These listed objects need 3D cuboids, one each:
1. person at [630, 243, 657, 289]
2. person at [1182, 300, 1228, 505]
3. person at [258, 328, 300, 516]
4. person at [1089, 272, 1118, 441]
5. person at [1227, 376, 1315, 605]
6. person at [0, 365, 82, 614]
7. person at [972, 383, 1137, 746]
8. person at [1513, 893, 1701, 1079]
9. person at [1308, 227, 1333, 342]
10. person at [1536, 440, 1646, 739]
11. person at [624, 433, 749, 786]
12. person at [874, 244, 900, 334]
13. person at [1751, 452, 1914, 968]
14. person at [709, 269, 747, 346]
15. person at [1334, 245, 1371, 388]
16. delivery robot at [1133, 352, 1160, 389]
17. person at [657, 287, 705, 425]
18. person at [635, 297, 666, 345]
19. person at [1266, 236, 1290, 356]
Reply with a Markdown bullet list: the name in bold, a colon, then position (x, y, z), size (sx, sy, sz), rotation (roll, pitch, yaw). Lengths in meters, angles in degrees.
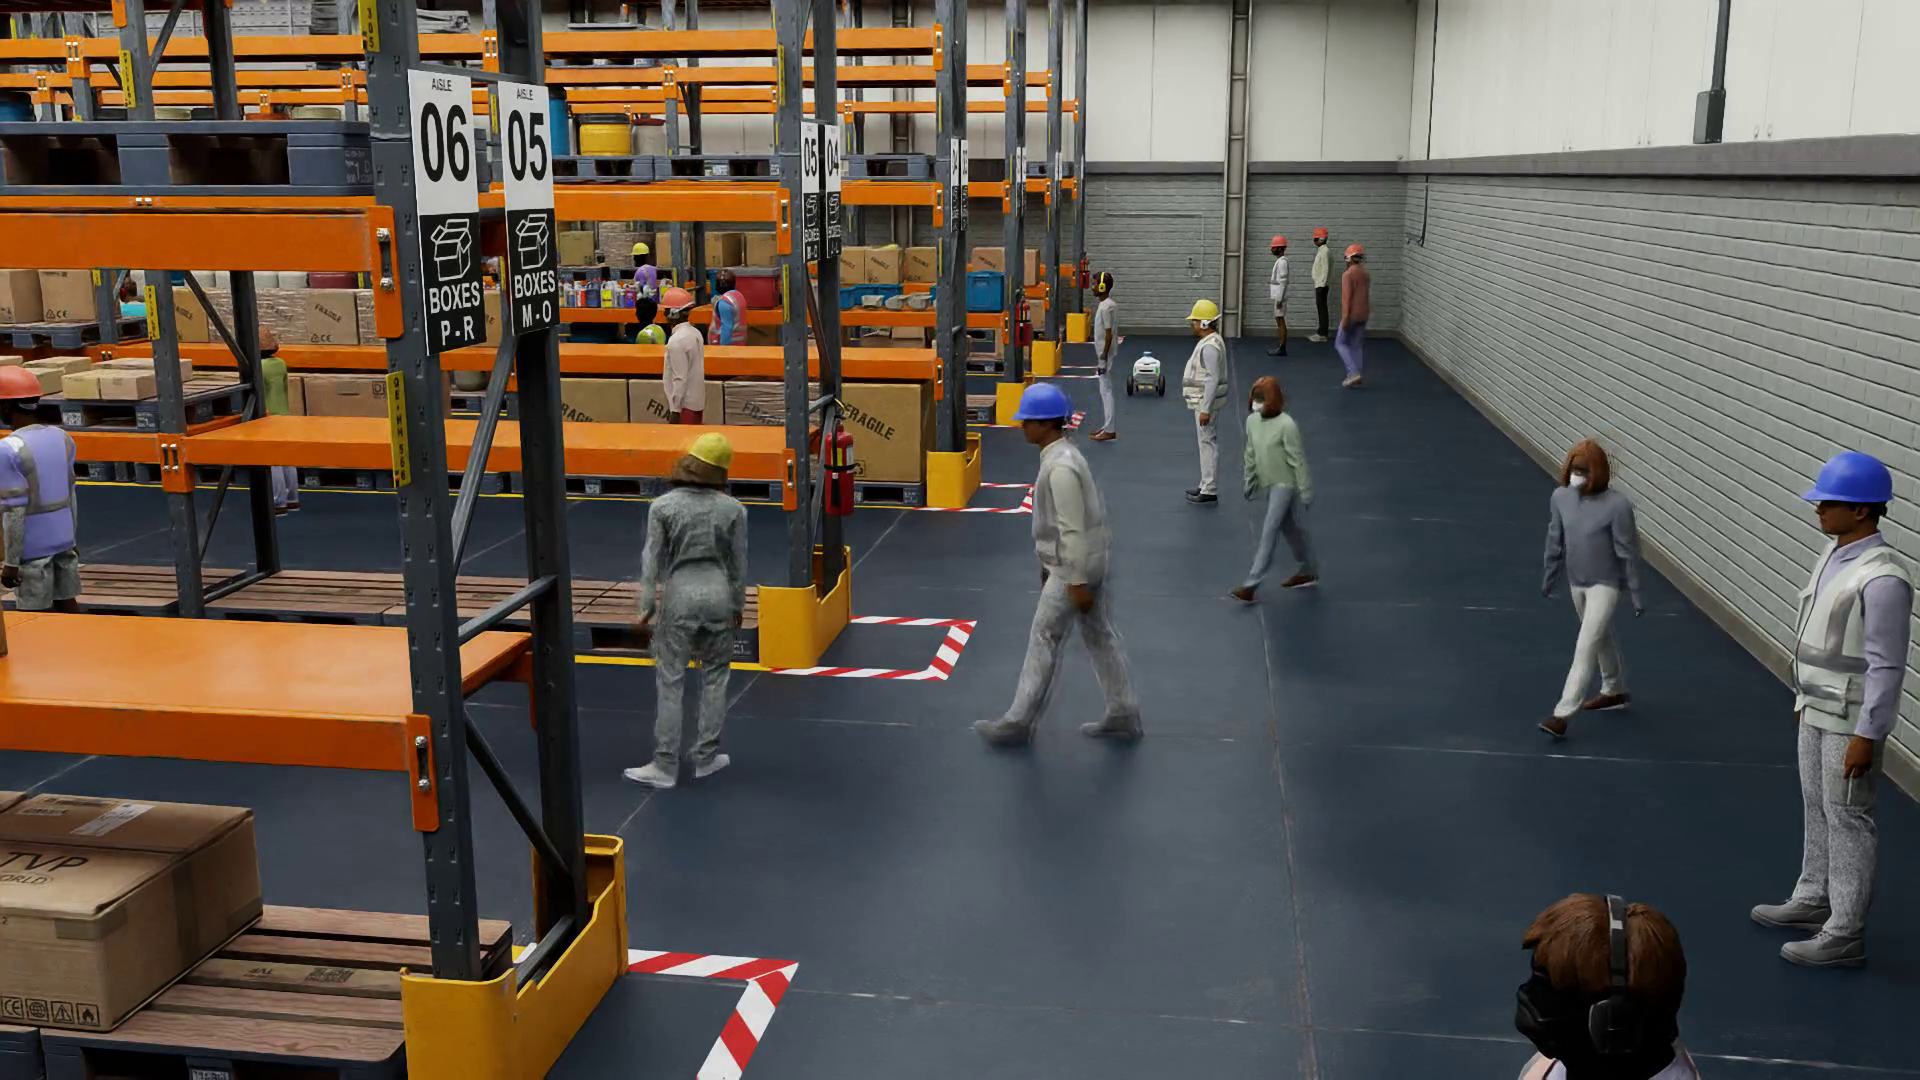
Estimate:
- **person**: position (-4.638, -3.391, 24.440), size (0.384, 1.924, 0.594), rotation (2, 13, 8)
- **person**: position (2.188, -1.231, 14.904), size (0.403, 1.830, 0.600), rotation (2, 13, 8)
- **person**: position (-5.968, -1.018, 14.396), size (0.268, 1.632, 0.507), rotation (2, 13, 8)
- **person**: position (1.595, -2.030, 18.427), size (0.310, 1.868, 0.533), rotation (2, 13, 8)
- **person**: position (2.179, -0.359, 11.560), size (0.914, 1.568, 0.562), rotation (-6, 14, -25)
- **person**: position (-5.003, 0.024, 8.999), size (0.375, 1.935, 0.551), rotation (2, 13, 8)
- **person**: position (0.505, 0.135, 8.619), size (0.927, 1.893, 0.614), rotation (1, 13, 6)
- **person**: position (1.020, 1.454, 2.762), size (0.429, 1.841, 0.633), rotation (2, 13, 8)
- **person**: position (6.335, -4.488, 29.244), size (0.399, 1.989, 0.622), rotation (2, 13, 8)
- **person**: position (3.332, 0.244, 8.833), size (0.908, 1.569, 0.568), rotation (-6, 14, -27)
- **person**: position (-1.347, 0.336, 8.127), size (0.659, 1.695, 0.432), rotation (-4, 13, -16)
- **person**: position (-1.264, -3.973, 27.421), size (0.662, 1.780, 0.407), rotation (-2, 13, -9)
- **person**: position (3.283, 0.633, 6.225), size (0.406, 1.945, 0.615), rotation (2, 13, 8)
- **person**: position (-2.695, -2.219, 19.345), size (0.429, 1.841, 0.633), rotation (2, 13, 8)
- **person**: position (5.442, -3.091, 23.022), size (0.647, 1.956, 0.517), rotation (-10, 16, -38)
- **delivery robot**: position (2.514, -2.283, 22.348), size (0.477, 0.478, 0.707), rotation (2, 13, 8)
- **person**: position (-2.359, -1.149, 14.164), size (0.397, 1.992, 0.622), rotation (2, 13, 8)
- **person**: position (-3.159, -1.634, 17.027), size (0.317, 1.697, 0.540), rotation (2, 13, 8)
- **person**: position (5.146, -3.947, 26.925), size (0.375, 1.935, 0.551), rotation (2, 13, 8)
